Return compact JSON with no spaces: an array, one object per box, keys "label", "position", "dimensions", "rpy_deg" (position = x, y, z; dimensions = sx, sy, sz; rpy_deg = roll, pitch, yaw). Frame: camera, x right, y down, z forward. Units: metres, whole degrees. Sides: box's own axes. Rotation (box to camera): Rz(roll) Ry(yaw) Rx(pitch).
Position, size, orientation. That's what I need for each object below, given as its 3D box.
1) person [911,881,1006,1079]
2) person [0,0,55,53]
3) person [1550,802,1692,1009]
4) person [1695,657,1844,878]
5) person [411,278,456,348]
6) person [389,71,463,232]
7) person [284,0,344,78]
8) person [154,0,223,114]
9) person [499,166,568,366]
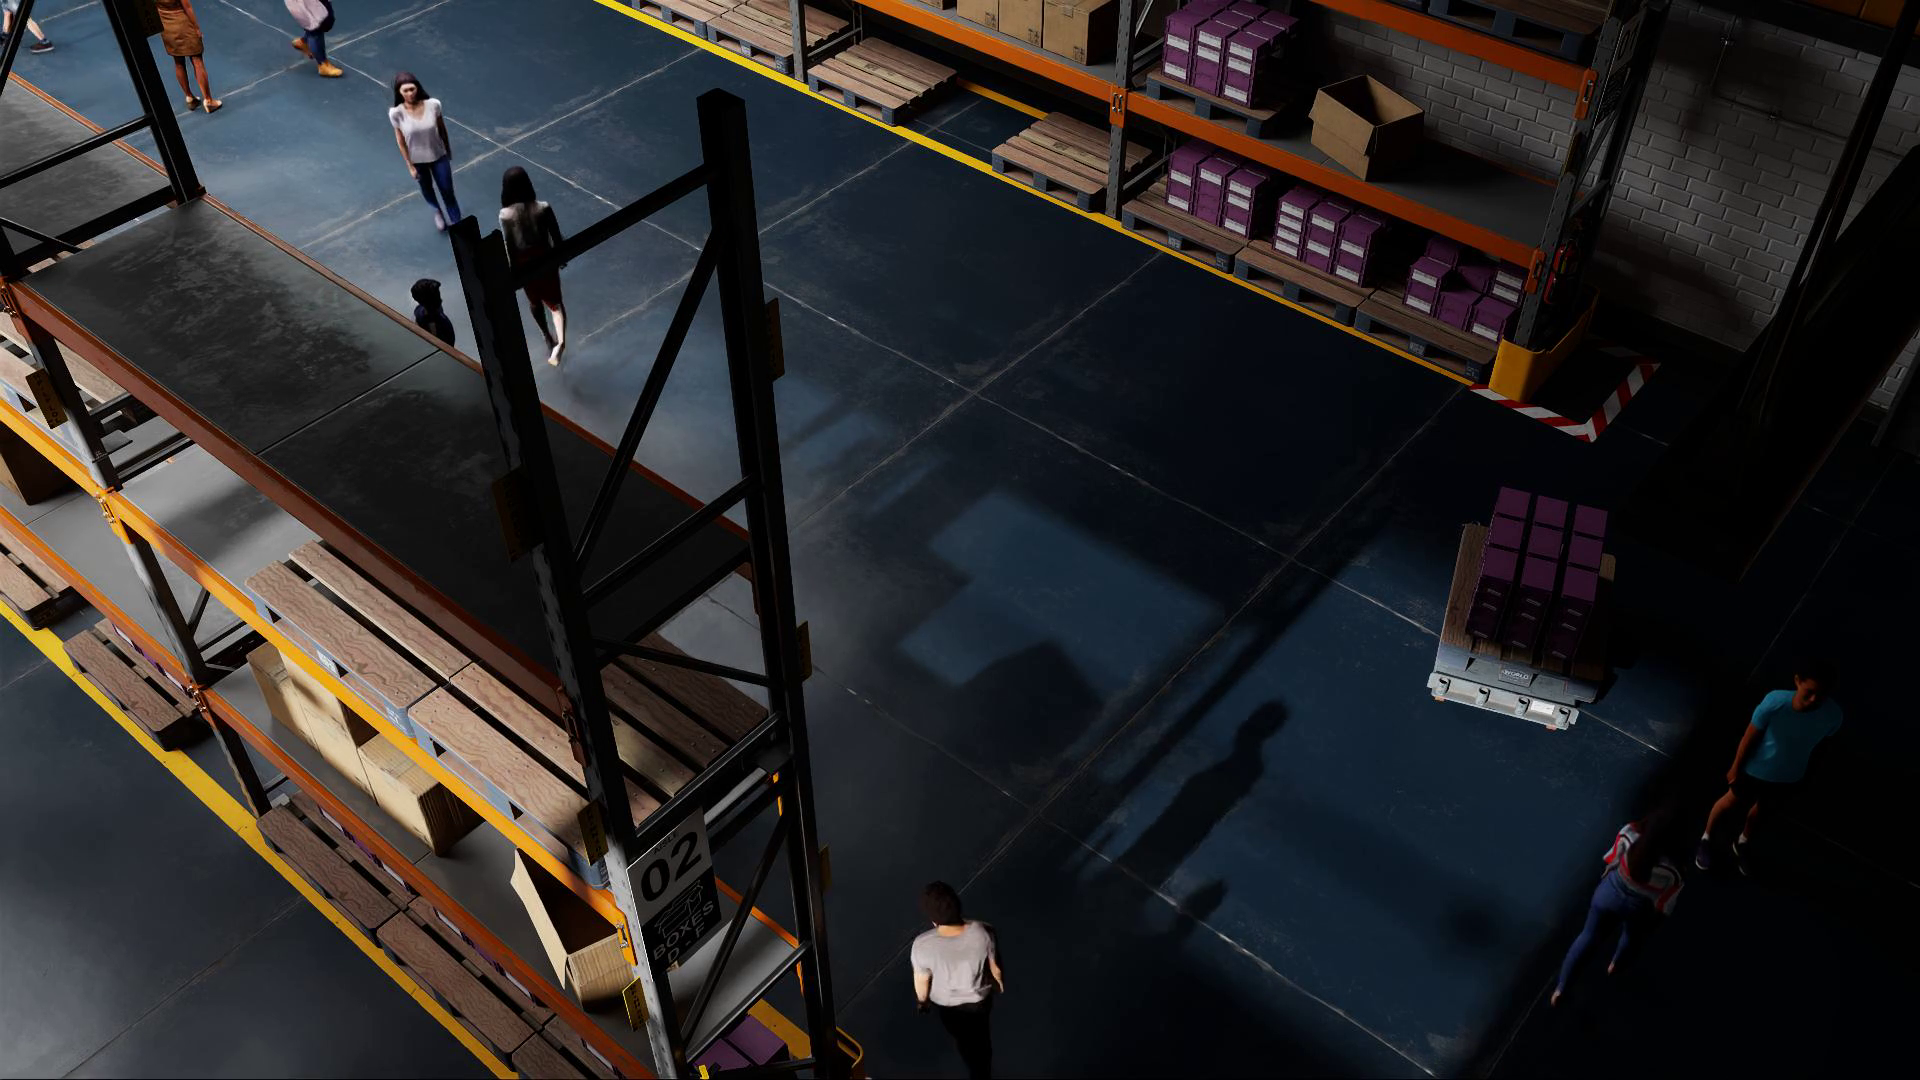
[{"label":"person","position":[-0.005,2.384,8.549],"dimensions":[1.052,1.674,1.126],"rpy_deg":[-3,44,-3]},{"label":"person","position":[-9.835,-5.739,17.261],"dimensions":[0.932,1.418,0.909],"rpy_deg":[-6,44,-6]},{"label":"person","position":[3.574,1.996,9.018],"dimensions":[0.724,1.588,0.931],"rpy_deg":[-33,53,-30]},{"label":"person","position":[4.688,1.297,9.617],"dimensions":[0.632,1.774,0.745],"rpy_deg":[6,44,6]},{"label":"person","position":[-4.055,-1.508,12.962],"dimensions":[0.642,1.222,0.587],"rpy_deg":[-2,44,-2]},{"label":"person","position":[-4.702,-3.368,14.612],"dimensions":[0.963,1.638,1.221],"rpy_deg":[-18,46,-18]},{"label":"person","position":[-6.688,-5.500,16.784],"dimensions":[0.977,1.730,0.899],"rpy_deg":[3,44,3]},{"label":"person","position":[-7.655,-5.001,16.292],"dimensions":[0.590,1.686,0.695],"rpy_deg":[9,44,9]},{"label":"person","position":[-3.361,-2.121,13.239],"dimensions":[0.937,1.727,1.092],"rpy_deg":[-16,46,-16]}]
